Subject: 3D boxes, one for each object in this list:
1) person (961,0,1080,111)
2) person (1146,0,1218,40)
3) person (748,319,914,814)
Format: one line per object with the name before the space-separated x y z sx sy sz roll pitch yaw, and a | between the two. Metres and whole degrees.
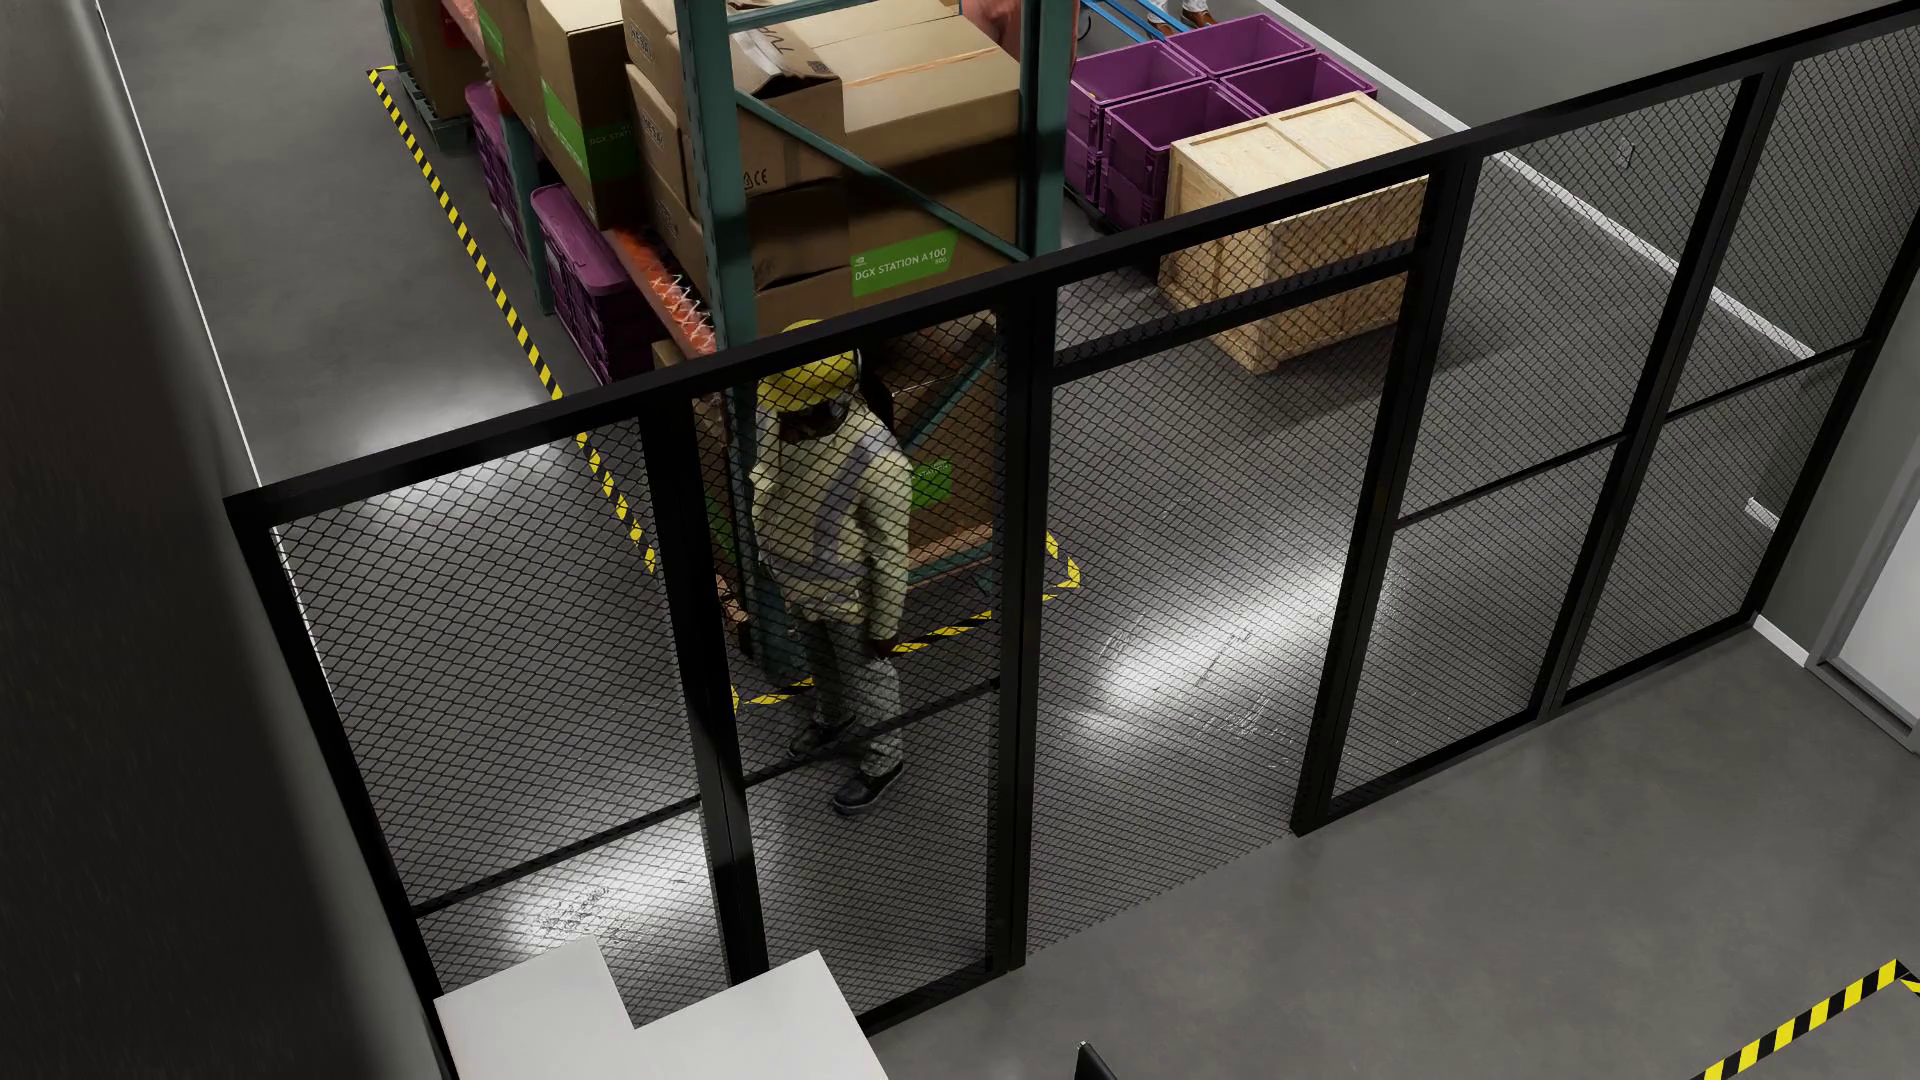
person | 0.226 -1.813 6.888 0.620 1.994 0.381 -32 51 -30
person | 1.288 -3.628 8.919 0.629 1.933 0.379 -20 46 -20
person | -0.388 0.100 4.925 0.403 1.827 0.590 -30 50 -29
